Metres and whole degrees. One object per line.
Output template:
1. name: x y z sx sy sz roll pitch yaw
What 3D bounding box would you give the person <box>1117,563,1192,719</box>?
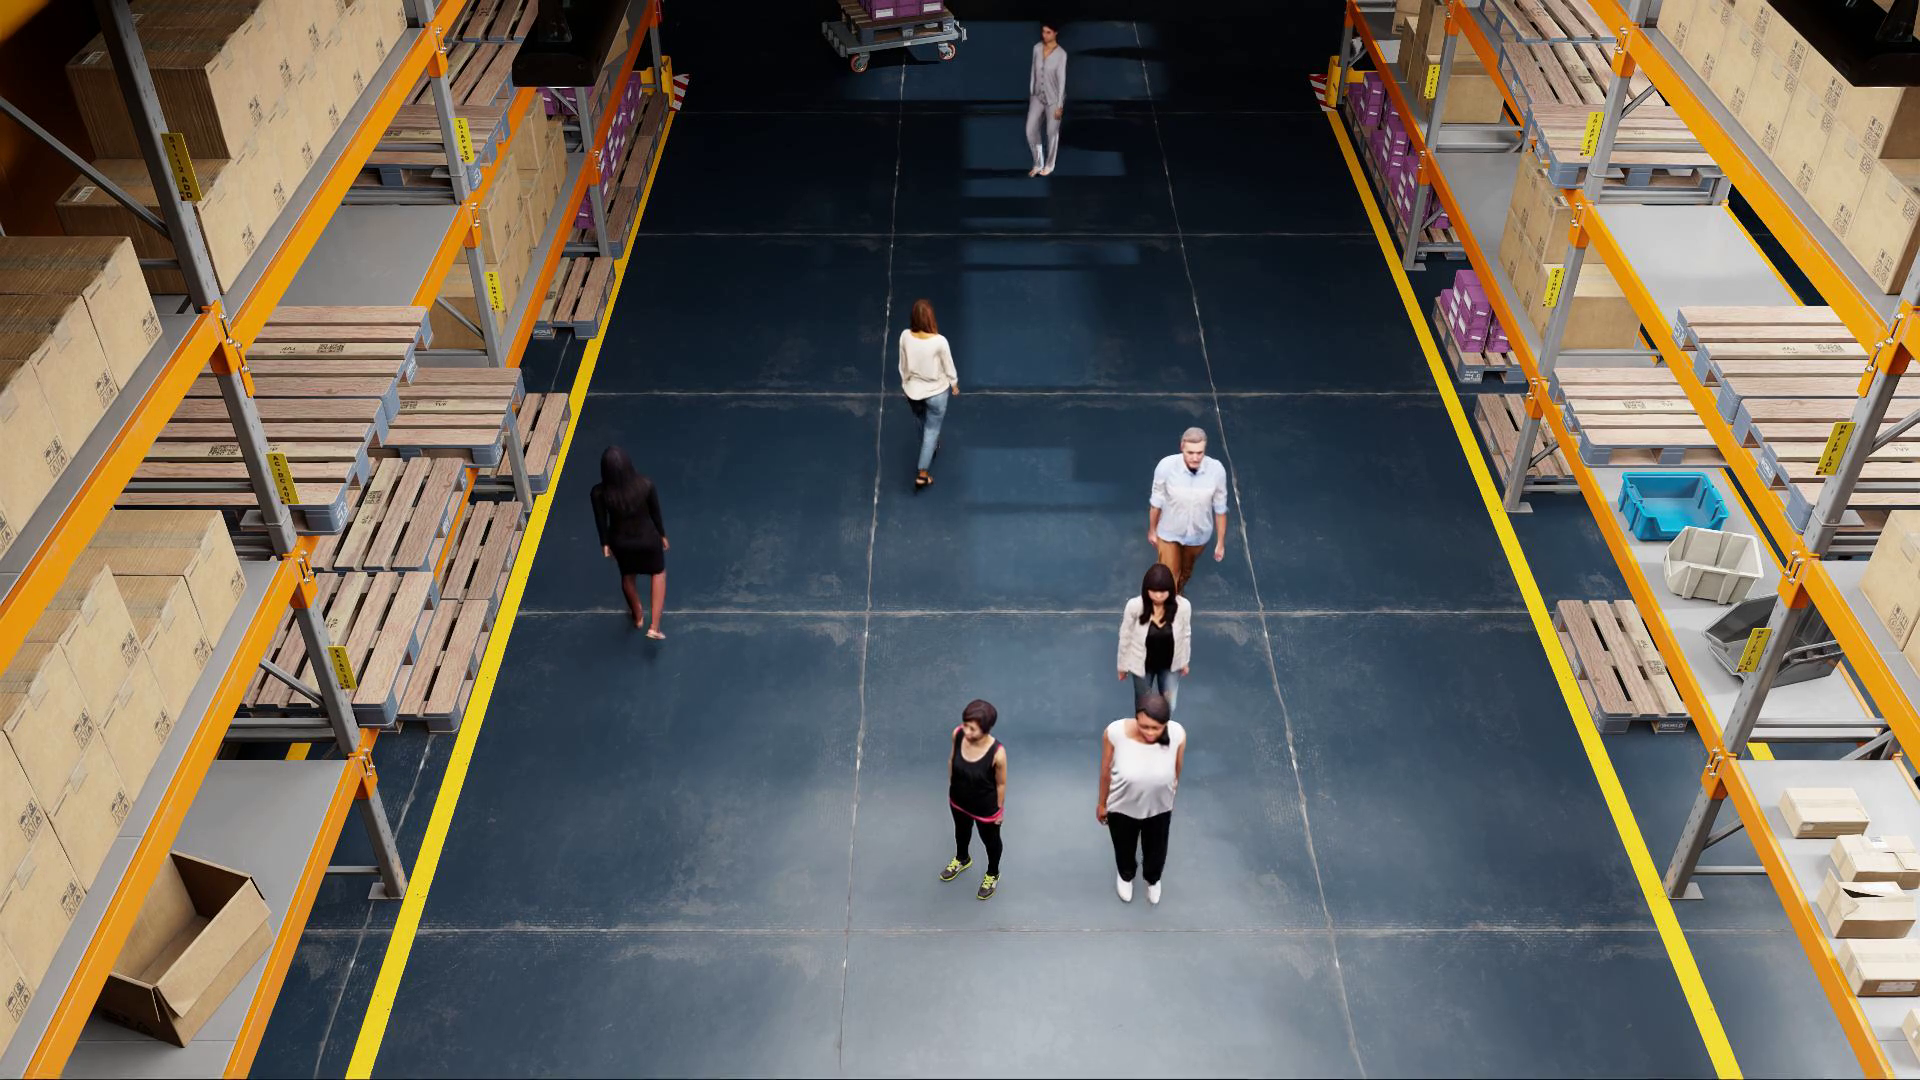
1. person: 1.301 0.749 11.117 0.639 1.624 0.575 1 39 1

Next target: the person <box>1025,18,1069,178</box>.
1. person: 0.993 -4.789 17.942 0.762 1.761 0.809 21 43 24

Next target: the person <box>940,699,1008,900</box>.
1. person: 0.109 1.554 10.166 0.628 1.552 0.668 25 45 28

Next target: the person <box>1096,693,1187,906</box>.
1. person: 1.089 1.525 10.104 0.672 1.674 0.629 3 39 4

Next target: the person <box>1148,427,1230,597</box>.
1. person: 1.612 -0.120 12.072 0.746 1.790 1.070 -2 39 -3

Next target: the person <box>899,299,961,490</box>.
1. person: -0.284 -1.167 13.487 0.849 1.660 0.982 18 42 21

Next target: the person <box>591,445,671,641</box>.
1. person: -2.324 0.054 11.920 0.726 1.708 0.918 -6 39 -8
